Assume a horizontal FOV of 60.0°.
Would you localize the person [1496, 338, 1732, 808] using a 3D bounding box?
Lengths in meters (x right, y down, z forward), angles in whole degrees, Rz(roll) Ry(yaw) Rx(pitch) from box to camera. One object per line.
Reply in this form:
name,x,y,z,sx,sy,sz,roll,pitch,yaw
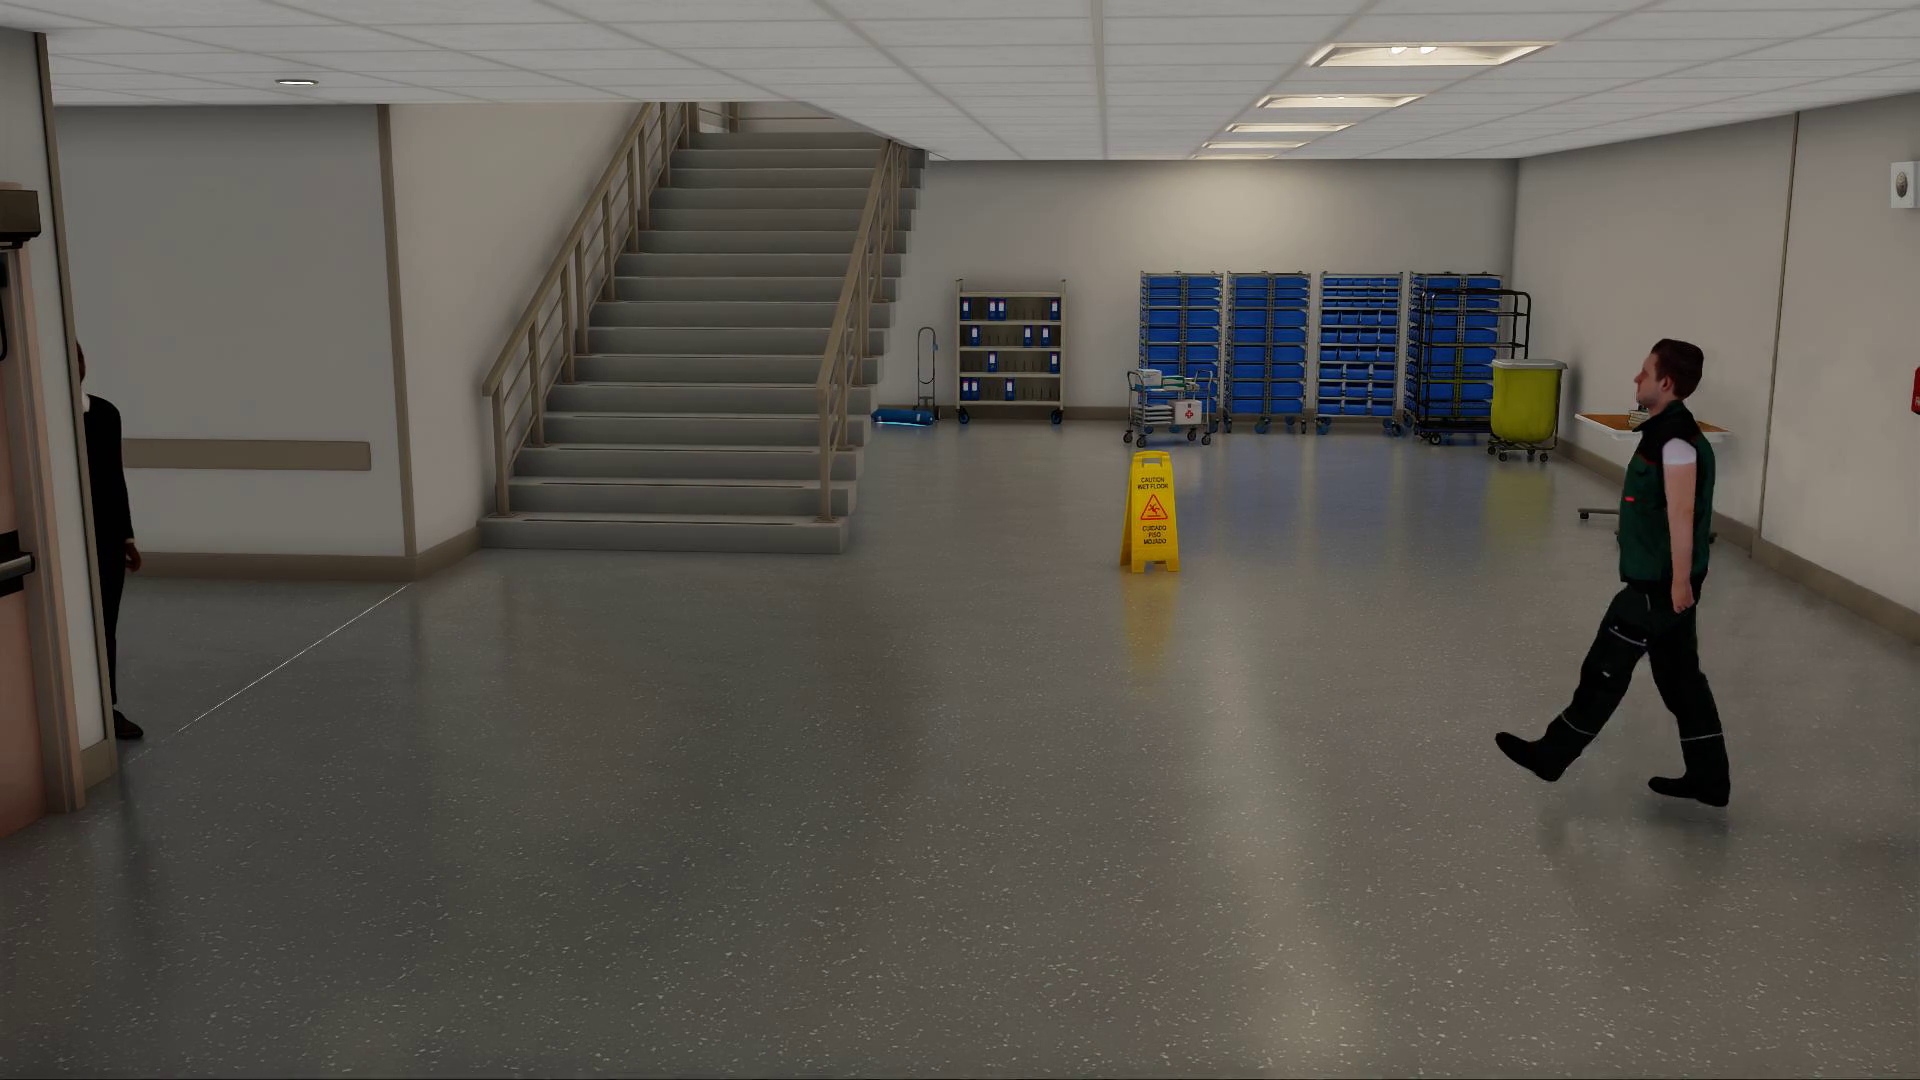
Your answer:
person,2.783,0.169,6.405,0.998,1.796,1.138,5,12,27
